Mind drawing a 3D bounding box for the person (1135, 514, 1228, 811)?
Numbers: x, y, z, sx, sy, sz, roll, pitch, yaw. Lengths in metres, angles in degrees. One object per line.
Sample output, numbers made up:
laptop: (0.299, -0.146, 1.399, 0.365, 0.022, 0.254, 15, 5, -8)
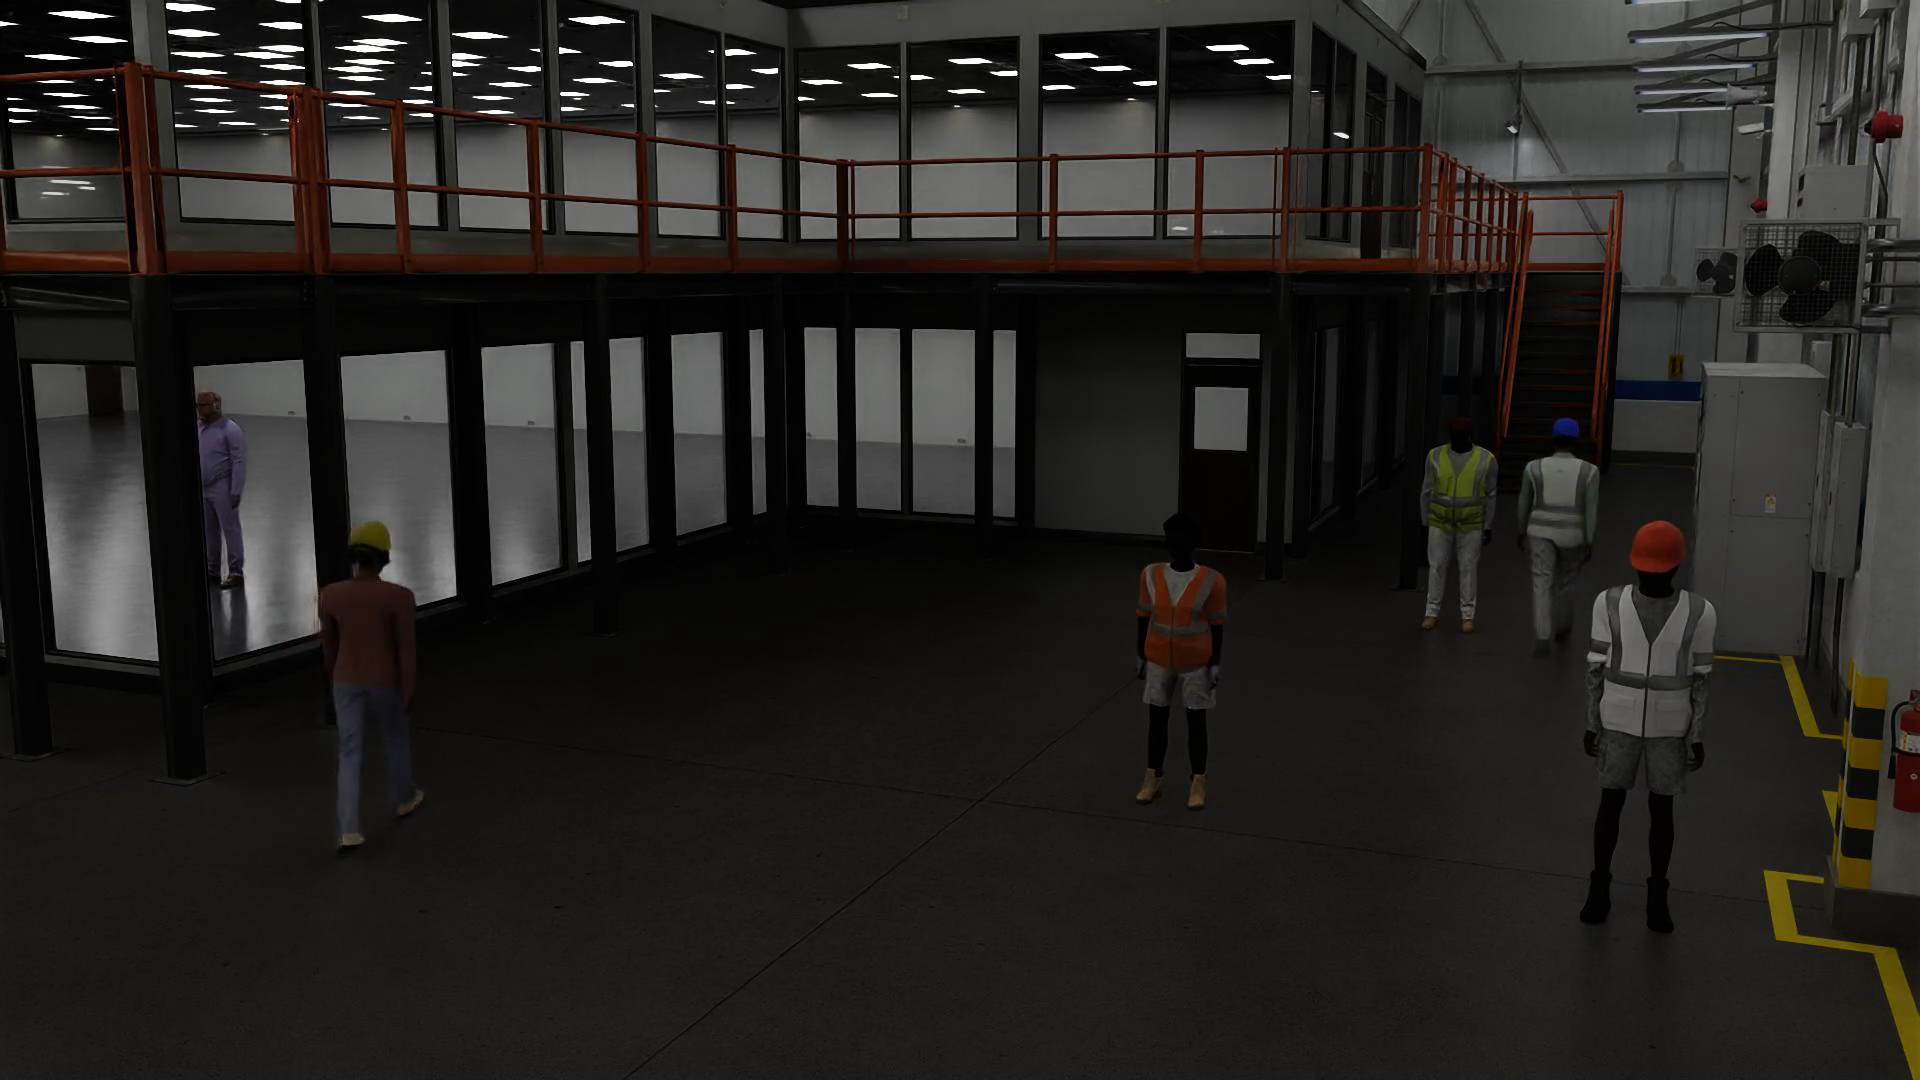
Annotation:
person: (1.244, 0.690, 9.454, 0.531, 1.698, 0.320, 4, 10, 23)

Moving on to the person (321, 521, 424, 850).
person: (-3.175, 0.757, 8.967, 0.536, 1.719, 0.902, 0, 9, -3)

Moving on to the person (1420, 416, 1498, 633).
person: (4.202, -0.128, 14.079, 0.621, 1.837, 0.429, 4, 10, 23)

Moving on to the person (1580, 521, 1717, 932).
person: (3.177, 0.858, 7.710, 0.542, 1.927, 0.374, 4, 10, 23)

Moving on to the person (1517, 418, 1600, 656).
person: (4.791, -0.031, 13.375, 0.626, 1.884, 1.034, 4, 10, 23)
